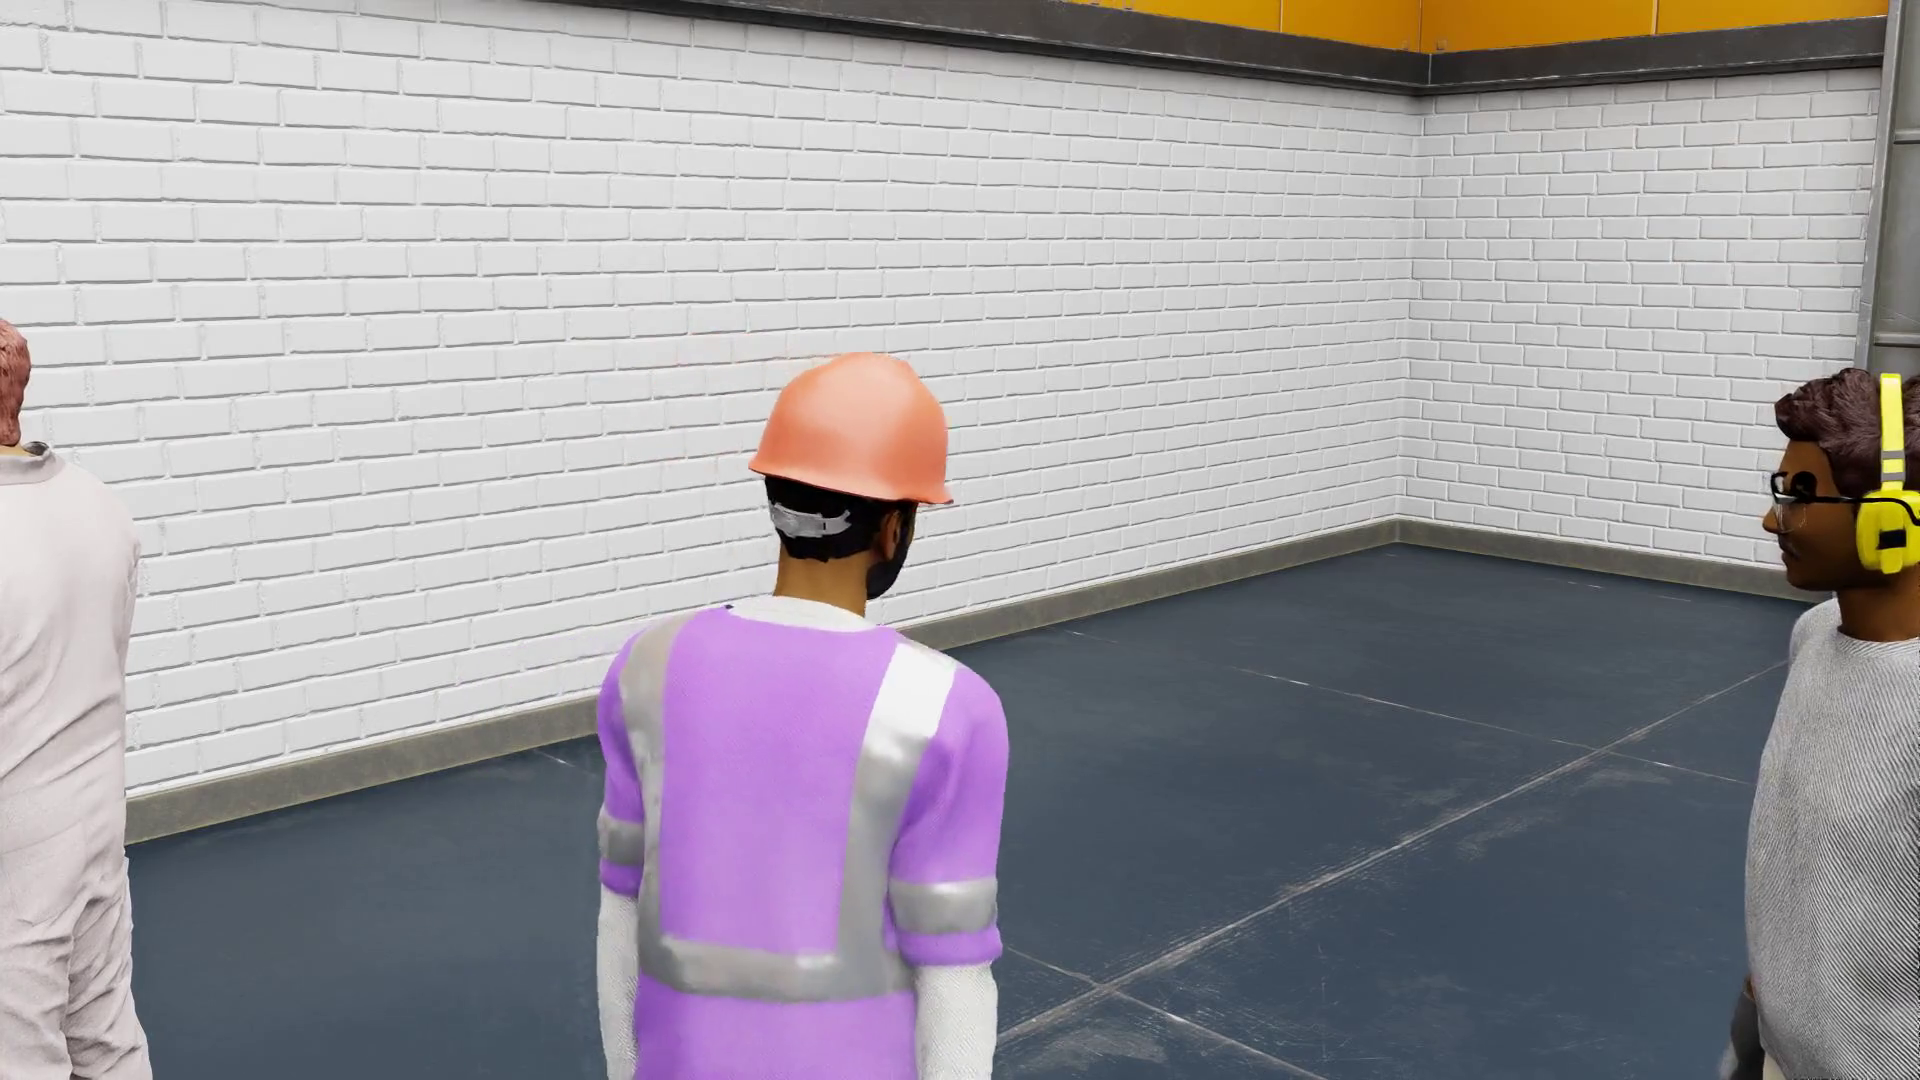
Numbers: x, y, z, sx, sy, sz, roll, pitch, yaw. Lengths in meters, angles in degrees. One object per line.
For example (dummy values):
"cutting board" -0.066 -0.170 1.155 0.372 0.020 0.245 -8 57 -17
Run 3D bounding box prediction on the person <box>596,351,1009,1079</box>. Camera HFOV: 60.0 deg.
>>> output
"person" -0.227 0.728 2.057 0.554 1.888 0.712 3 11 16

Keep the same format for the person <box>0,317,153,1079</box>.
"person" -1.679 0.549 2.903 0.408 1.913 0.642 0 10 0

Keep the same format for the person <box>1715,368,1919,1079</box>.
"person" 1.124 0.716 2.127 0.335 1.865 0.519 0 10 1
